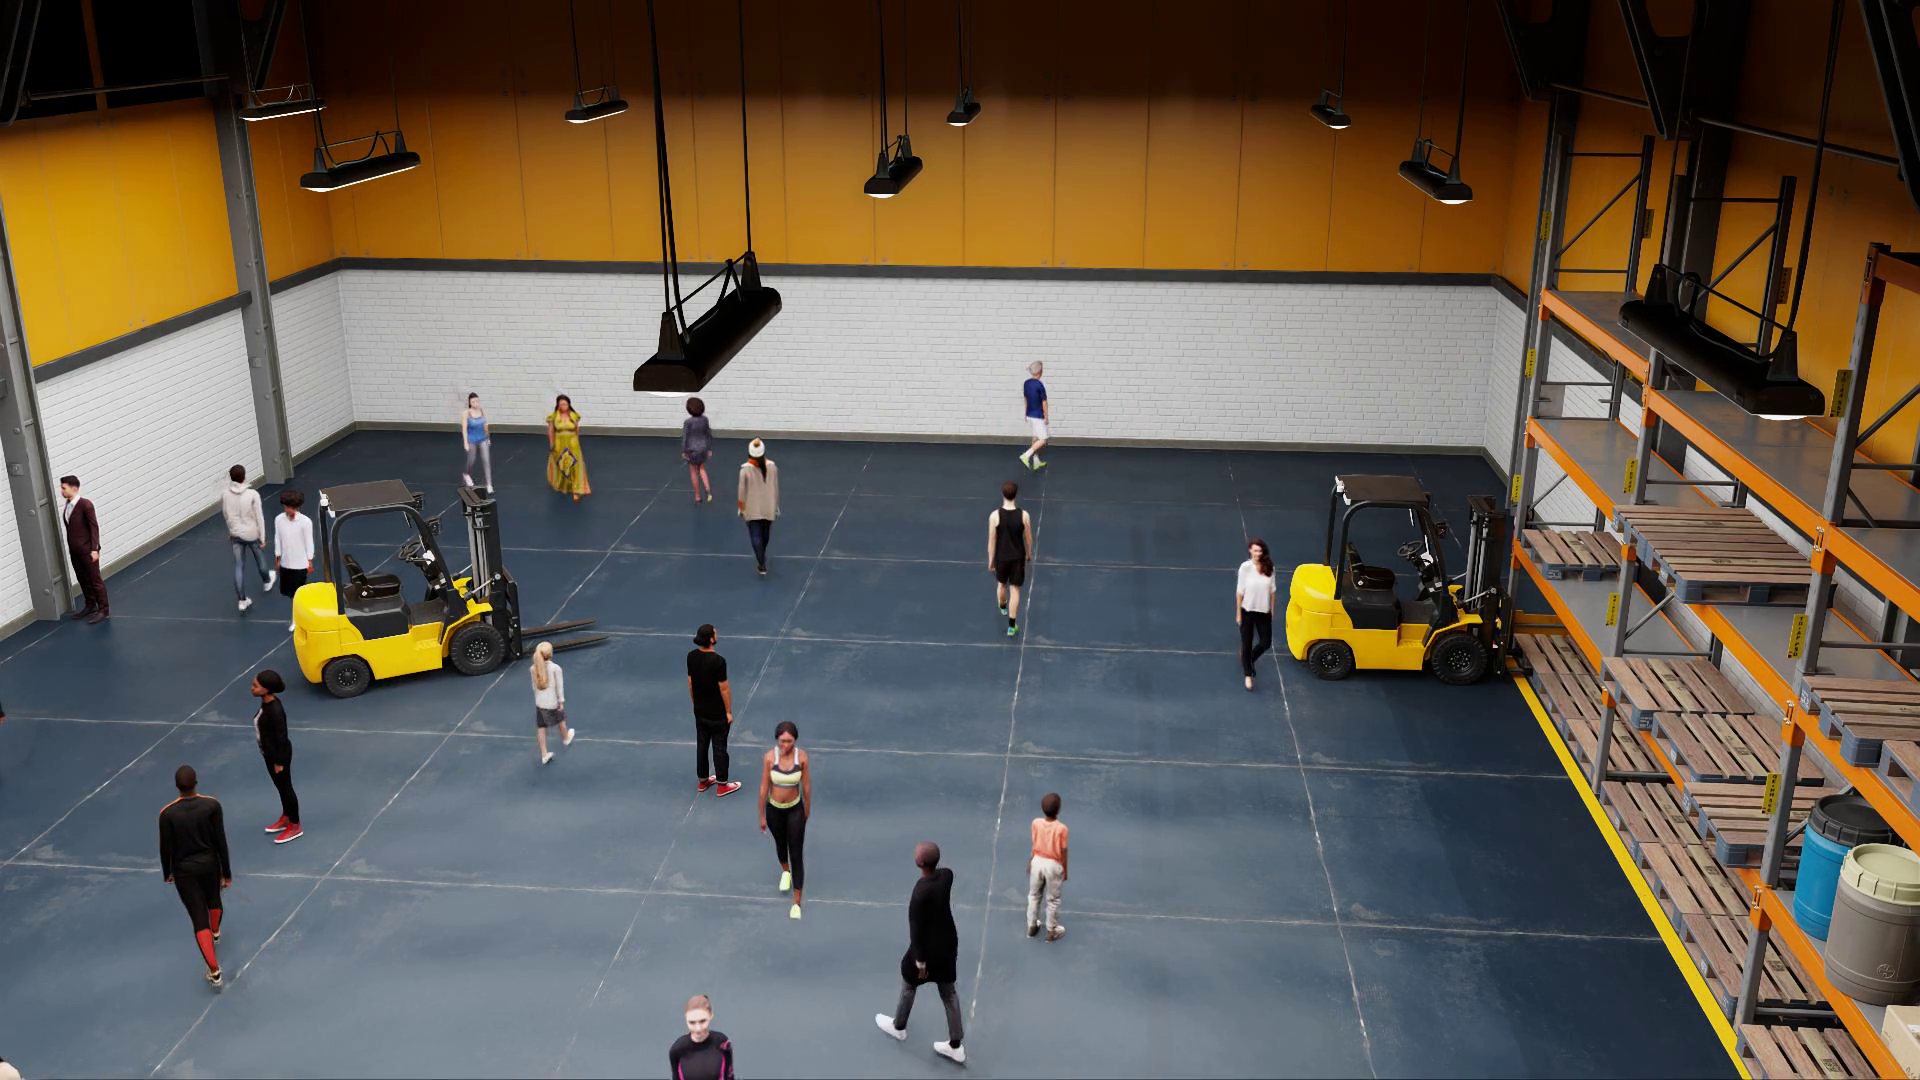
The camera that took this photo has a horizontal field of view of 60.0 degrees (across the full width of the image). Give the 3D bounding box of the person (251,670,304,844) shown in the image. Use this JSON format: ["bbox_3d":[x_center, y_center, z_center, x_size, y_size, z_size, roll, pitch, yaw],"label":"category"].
[{"bbox_3d":[-6.315,1.971,15.387,0.744,1.674,0.670,-13,22,-33],"label":"person"}]

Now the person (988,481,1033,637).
[{"bbox_3d":[0.615,0.262,20.198,0.694,1.842,1.140,1,19,3],"label":"person"}]

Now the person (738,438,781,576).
[{"bbox_3d":[-2.683,-0.431,22.250,1.035,1.845,1.260,-7,20,-19],"label":"person"}]

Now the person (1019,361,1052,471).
[{"bbox_3d":[1.196,-1.979,26.881,1.042,1.825,0.981,-15,24,-38],"label":"person"}]

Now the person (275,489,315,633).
[{"bbox_3d":[-8.119,0.220,20.415,0.686,1.784,0.788,4,19,11],"label":"person"}]

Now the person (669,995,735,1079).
[{"bbox_3d":[-1.605,3.601,10.466,0.759,1.725,1.083,-4,19,-11],"label":"person"}]

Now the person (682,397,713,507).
[{"bbox_3d":[-3.923,-1.306,25.093,0.750,1.689,0.814,-16,25,-40],"label":"person"}]

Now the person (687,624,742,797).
[{"bbox_3d":[-2.430,1.645,16.222,0.716,1.759,0.718,10,21,28],"label":"person"}]

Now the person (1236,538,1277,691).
[{"bbox_3d":[3.280,0.808,18.669,0.691,1.783,0.742,-3,19,-8],"label":"person"}]

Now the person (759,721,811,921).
[{"bbox_3d":[-1.504,2.324,14.296,0.666,1.700,1.170,0,19,-1],"label":"person"}]

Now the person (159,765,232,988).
[{"bbox_3d":[-6.023,2.678,13.159,1.127,1.757,1.242,-13,22,-33],"label":"person"}]

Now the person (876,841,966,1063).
[{"bbox_3d":[-0.124,3.031,12.150,1.057,1.730,1.059,16,24,39],"label":"person"}]

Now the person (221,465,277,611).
[{"bbox_3d":[-9.094,-0.002,21.048,0.838,1.800,1.311,-2,19,-5],"label":"person"}]

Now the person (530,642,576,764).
[{"bbox_3d":[-4.220,1.671,16.944,0.545,1.249,0.834,3,19,8],"label":"person"}]

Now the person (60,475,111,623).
[{"bbox_3d":[-10.899,0.089,20.676,0.770,1.864,0.737,10,21,27],"label":"person"}]

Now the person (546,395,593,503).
[{"bbox_3d":[-6.092,-1.432,25.580,1.096,1.617,1.317,-8,20,-23],"label":"person"}]

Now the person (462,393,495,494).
[{"bbox_3d":[-7.569,-1.524,25.921,1.033,1.575,1.117,-15,24,-38],"label":"person"}]

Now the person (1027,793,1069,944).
[{"bbox_3d":[0.720,2.709,13.775,0.542,1.304,0.568,9,20,24],"label":"person"}]
